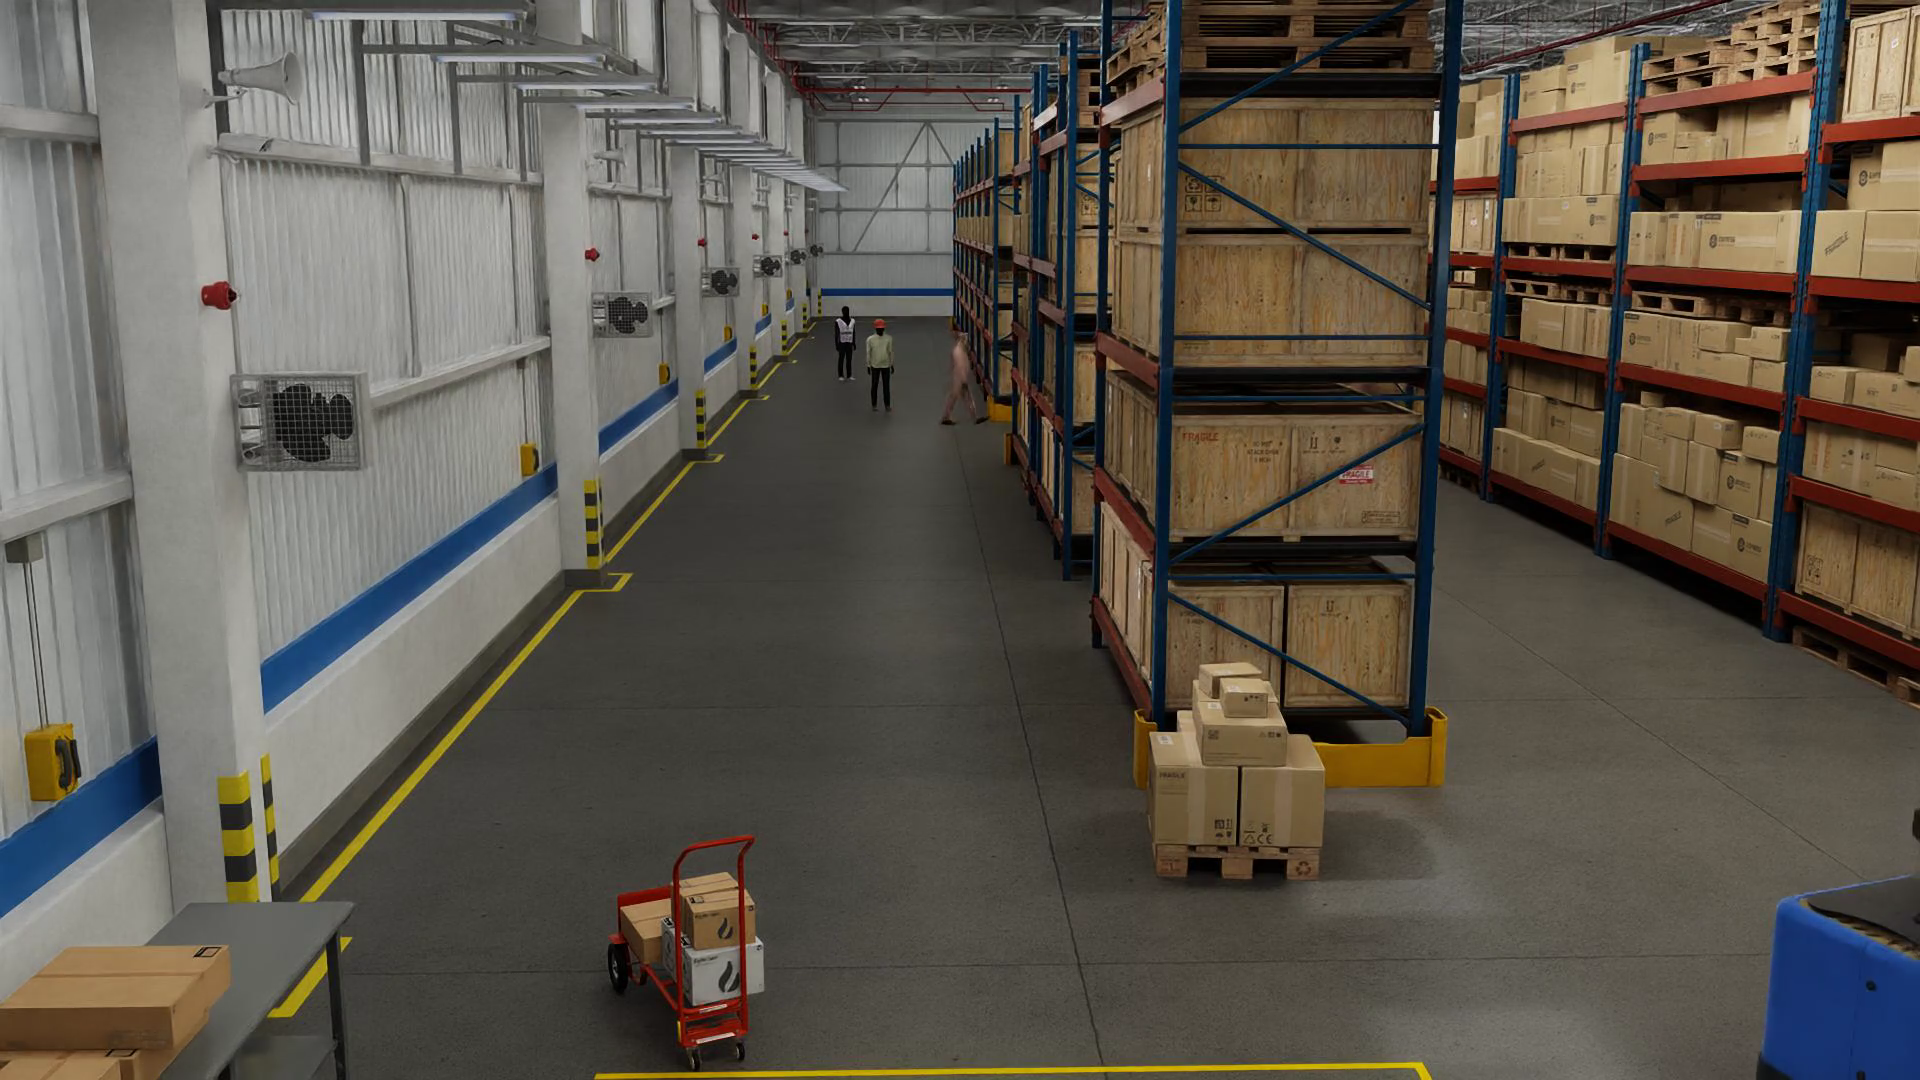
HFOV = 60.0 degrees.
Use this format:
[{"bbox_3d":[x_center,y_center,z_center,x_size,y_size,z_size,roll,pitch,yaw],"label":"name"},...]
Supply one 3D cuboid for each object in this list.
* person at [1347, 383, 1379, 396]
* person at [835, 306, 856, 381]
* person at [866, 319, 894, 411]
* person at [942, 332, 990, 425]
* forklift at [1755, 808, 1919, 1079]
[{"bbox_3d":[6.940,-2.338,28.665,0.546,1.865,0.659,-6,12,-28],"label":"person"},{"bbox_3d":[-2.937,-5.015,42.481,0.590,1.910,0.387,-8,14,-37],"label":"person"},{"bbox_3d":[-1.710,-3.748,35.690,0.617,1.986,0.408,-3,11,-14],"label":"person"},{"bbox_3d":[0.087,-3.207,33.201,0.995,1.850,0.676,1,11,7],"label":"person"},{"bbox_3d":[4.634,1.282,7.177,1.873,2.768,1.129,-4,12,-20],"label":"forklift"}]
